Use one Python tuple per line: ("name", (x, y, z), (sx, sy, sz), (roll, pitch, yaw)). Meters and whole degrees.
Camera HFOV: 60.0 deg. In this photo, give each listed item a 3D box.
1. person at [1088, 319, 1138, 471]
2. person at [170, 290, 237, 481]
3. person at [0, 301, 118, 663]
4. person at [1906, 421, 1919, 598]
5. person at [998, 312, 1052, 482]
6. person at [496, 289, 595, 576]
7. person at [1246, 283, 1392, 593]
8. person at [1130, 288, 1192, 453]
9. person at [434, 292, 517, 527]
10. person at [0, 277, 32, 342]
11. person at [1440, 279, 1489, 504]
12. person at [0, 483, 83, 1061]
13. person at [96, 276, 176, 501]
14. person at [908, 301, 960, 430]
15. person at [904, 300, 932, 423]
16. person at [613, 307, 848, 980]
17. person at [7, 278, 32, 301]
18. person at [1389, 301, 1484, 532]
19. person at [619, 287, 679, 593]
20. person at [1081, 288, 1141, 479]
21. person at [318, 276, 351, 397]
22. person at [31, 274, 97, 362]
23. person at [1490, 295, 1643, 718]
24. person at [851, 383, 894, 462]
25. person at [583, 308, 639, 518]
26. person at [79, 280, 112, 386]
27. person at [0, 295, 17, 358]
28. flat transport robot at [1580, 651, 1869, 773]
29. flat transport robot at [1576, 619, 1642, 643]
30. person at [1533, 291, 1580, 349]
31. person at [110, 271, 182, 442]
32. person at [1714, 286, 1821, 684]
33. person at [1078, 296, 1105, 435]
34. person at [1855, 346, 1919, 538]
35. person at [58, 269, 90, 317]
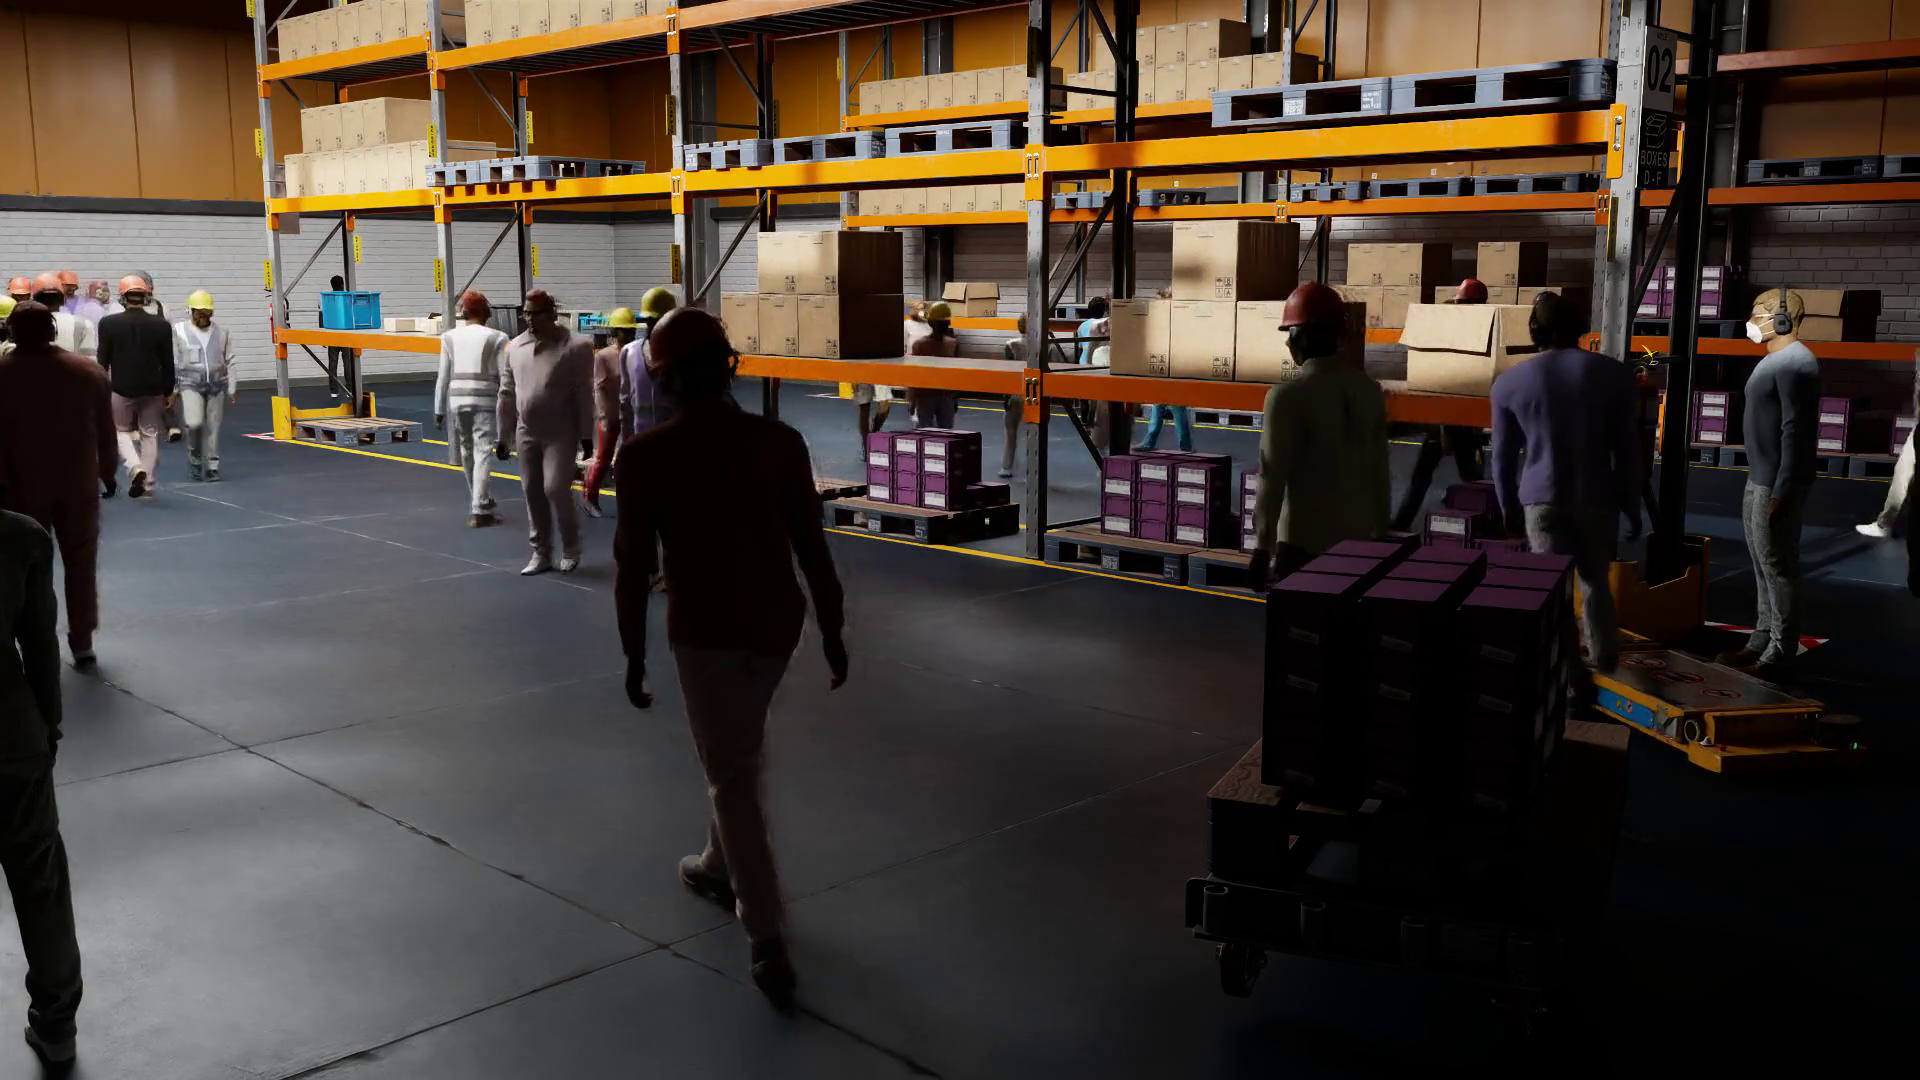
("person", (1.311, -1.052, 13.925), (0.545, 1.622, 0.446), (-5, 11, -30))
("person", (-7.168, -1.454, 15.777), (0.605, 1.819, 0.430), (-7, 12, -38))
("person", (-4.776, -0.317, 8.740), (0.658, 1.851, 1.007), (-6, 11, -33))
("person", (4.097, 0.058, 6.582), (0.638, 1.818, 0.854), (4, 10, 21))
("person", (0.605, -1.356, 15.828), (0.515, 1.610, 0.736), (-3, 10, -16))
("person", (-2.745, -0.704, 10.976), (0.680, 1.888, 0.440), (3, 10, 16))
("person", (1.433, -0.012, 6.502), (0.659, 1.971, 0.572), (-7, 11, -36))
("person", (2.126, -1.769, 17.732), (0.845, 1.812, 0.604), (3, 10, 20))
("person", (-3.845, -1.053, 13.321), (0.683, 1.830, 0.956), (1, 9, 8))
("person", (-10.510, -1.989, 18.733), (0.376, 1.934, 0.547), (9, 13, 44))
("person", (4.289, -1.224, 14.031), (0.357, 1.937, 0.550), (1, 9, 7))
("person", (-2.450, 0.494, 4.087), (0.287, 1.746, 0.488), (6, 11, 31))
("person", (-7.114, -1.295, 14.398), (0.647, 1.961, 0.629), (-8, 12, -40))
("person", (-0.279, -1.287, 15.024), (0.536, 1.746, 0.618), (-7, 12, -37))
("person", (-0.492, -2.314, 21.699), (0.523, 1.600, 0.752), (-5, 10, -26))
("person", (-0.658, 0.278, 4.920), (0.655, 1.923, 1.041), (-6, 11, -30))
("person", (-11.584, -2.273, 20.561), (0.409, 1.907, 0.650), (0, 9, 2))
("person", (3.491, -0.816, 11.989), (0.516, 1.794, 0.981), (-8, 12, -40))
("person", (-1.856, -0.598, 10.276), (0.630, 1.903, 0.615), (2, 9, 12))
("person", (1.491, -1.444, 15.624), (0.592, 1.861, 0.797), (-4, 10, -21))
("person", (-9.811, -3.210, 26.275), (0.594, 1.915, 0.373), (0, 9, 1))
("person", (-7.542, -1.221, 13.886), (0.618, 1.972, 1.097), (-7, 11, -35))
("person", (2.743, -0.152, 7.579), (0.677, 1.897, 0.527), (3, 10, 17))
("person", (-0.931, -1.729, 17.226), (0.585, 1.906, 0.470), (-5, 11, -30))
("person", (-2.733, -0.995, 13.296), (0.912, 1.723, 0.540), (8, 12, 42))
("person", (-10.341, -2.173, 19.975), (0.479, 1.889, 0.660), (-6, 11, -35))
("person", (-7.011, -0.896, 12.343), (0.404, 1.829, 0.600), (-5, 11, -29))
("flat transport robot", (3.190, 0.710, 7.271), (0.652, 0.197, 1.431), (-2, 9, -10))
("flat transport robot", (2.754, 0.553, 8.232), (1.431, 0.197, 0.652), (-2, 9, -10))
("person", (4.846, -1.137, 13.802), (0.624, 1.841, 0.430), (-7, 12, -39))
("person", (-9.488, -2.145, 19.363), (0.700, 2.000, 0.993), (-8, 12, -39))
("person", (3.979, -0.262, 8.132), (0.366, 1.938, 0.630), (3, 10, 16))
("person", (1.626, -2.082, 20.051), (0.321, 1.694, 0.534), (-7, 12, -37))
("person", (7.146, -0.857, 12.172), (0.538, 1.821, 1.015), (-4, 10, -21))
("person", (-11.694, -2.547, 21.875), (0.626, 2.023, 0.574), (-8, 12, -42))
